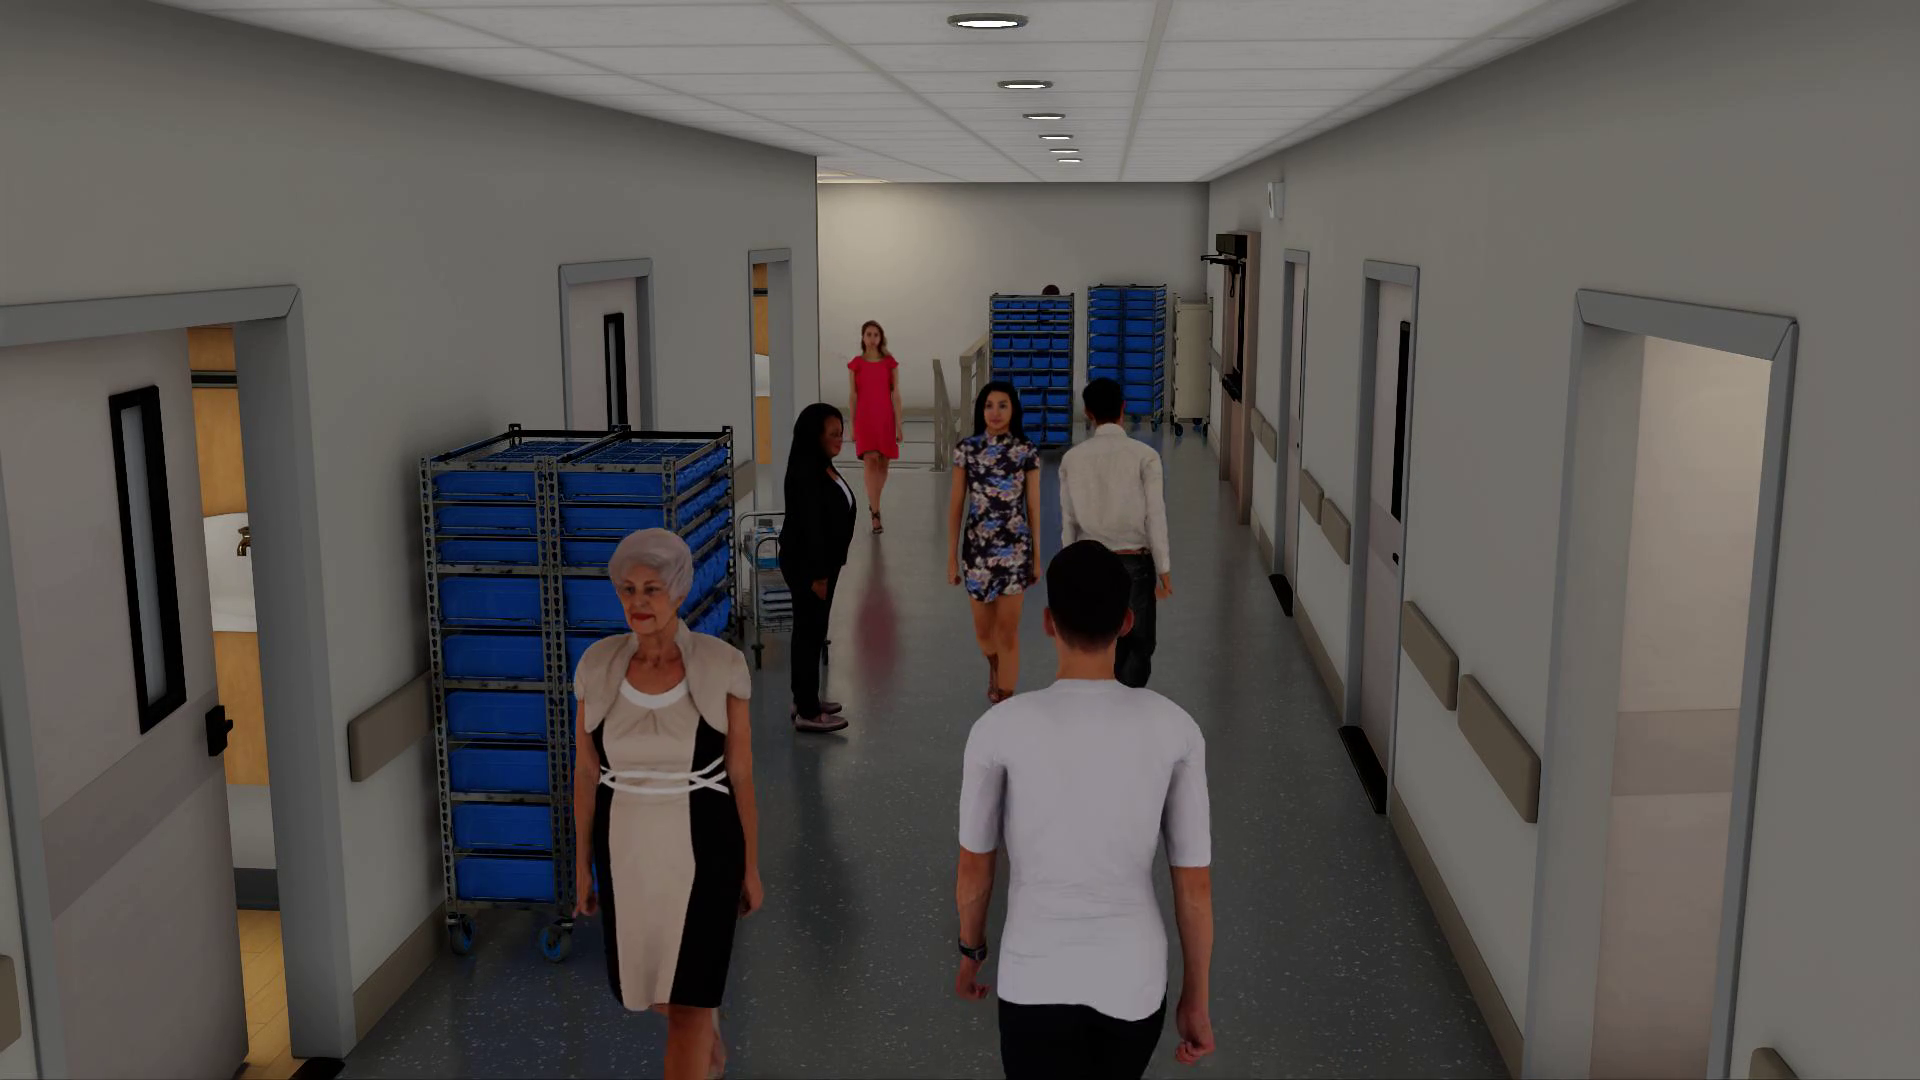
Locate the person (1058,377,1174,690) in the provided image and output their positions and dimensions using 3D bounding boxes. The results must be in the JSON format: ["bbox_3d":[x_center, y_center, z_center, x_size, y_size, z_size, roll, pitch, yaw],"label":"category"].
[{"bbox_3d":[0.664,0.186,7.507,0.816,1.773,0.813,6,12,28],"label":"person"}]

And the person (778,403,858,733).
[{"bbox_3d":[-0.739,0.128,8.241,0.759,1.612,0.629,-1,11,-7],"label":"person"}]

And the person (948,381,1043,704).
[{"bbox_3d":[0.189,0.085,8.225,0.642,1.703,1.087,2,11,8],"label":"person"}]

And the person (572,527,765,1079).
[{"bbox_3d":[-0.728,0.825,4.277,0.653,1.721,1.053,2,11,8],"label":"person"}]

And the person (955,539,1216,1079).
[{"bbox_3d":[0.266,0.954,3.360,0.843,1.810,1.170,-2,11,-10],"label":"person"}]

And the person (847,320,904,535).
[{"bbox_3d":[-0.692,-0.926,13.583,0.768,1.692,1.086,-2,11,-10],"label":"person"}]
